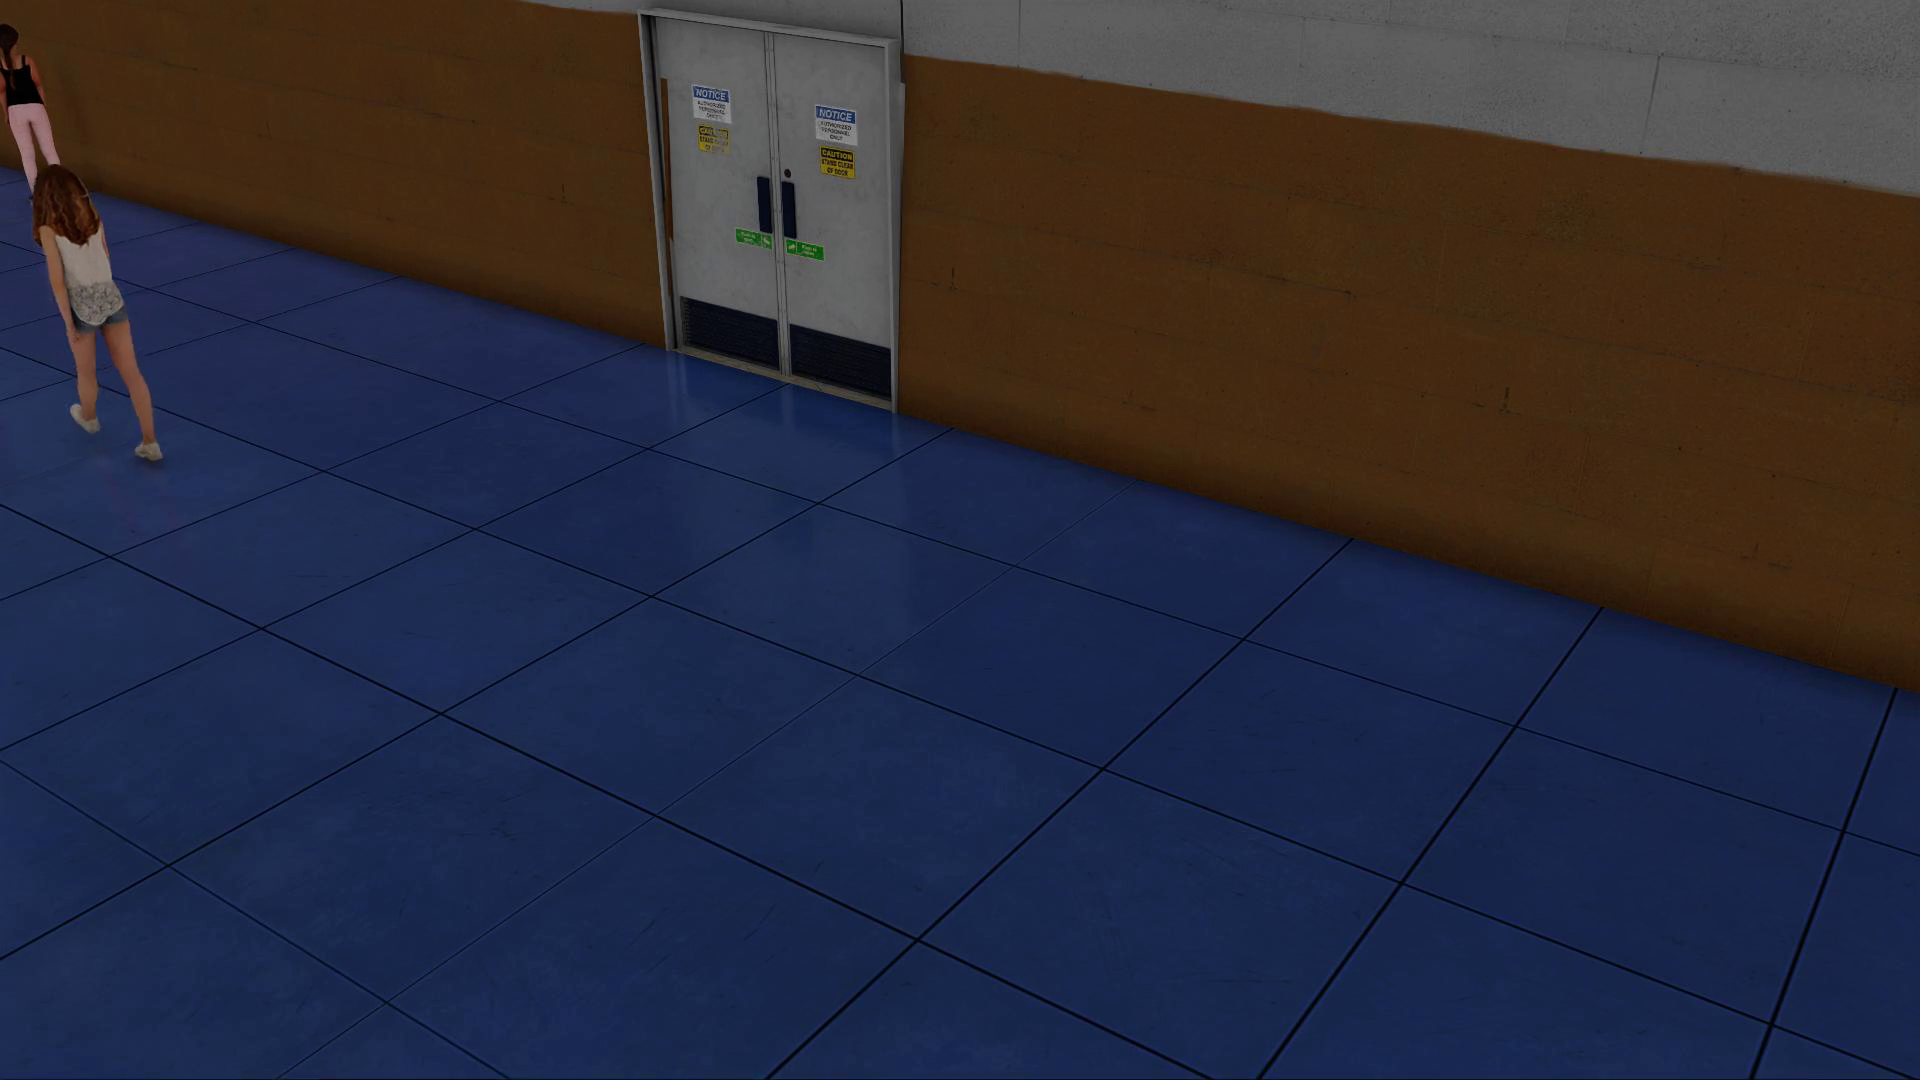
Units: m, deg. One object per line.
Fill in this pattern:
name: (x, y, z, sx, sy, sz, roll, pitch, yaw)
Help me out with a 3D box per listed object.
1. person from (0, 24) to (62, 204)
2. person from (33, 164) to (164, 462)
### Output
person: (-8.233, -3.757, 14.686, 0.582, 1.565, 0.682, -14, 30, -26)
person: (-4.918, -1.261, 9.597, 0.675, 1.715, 1.078, 20, 33, 34)
